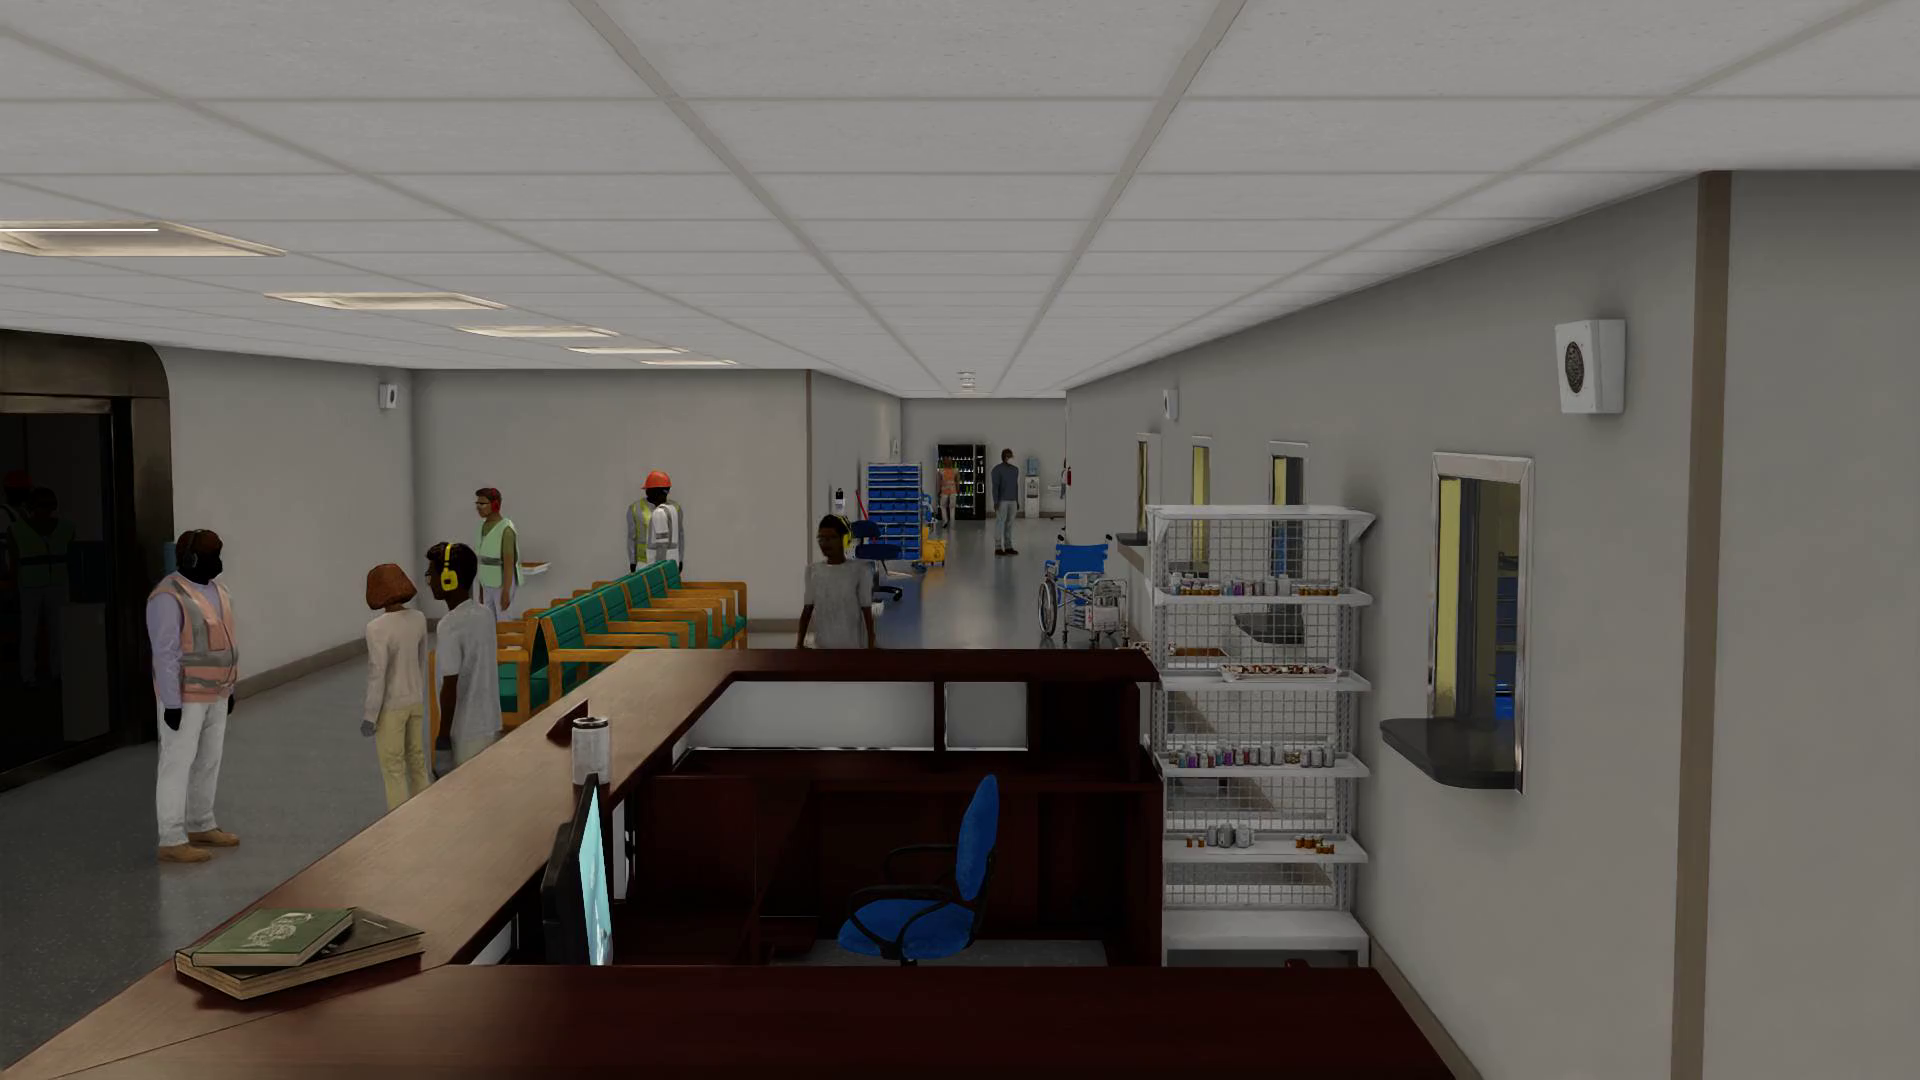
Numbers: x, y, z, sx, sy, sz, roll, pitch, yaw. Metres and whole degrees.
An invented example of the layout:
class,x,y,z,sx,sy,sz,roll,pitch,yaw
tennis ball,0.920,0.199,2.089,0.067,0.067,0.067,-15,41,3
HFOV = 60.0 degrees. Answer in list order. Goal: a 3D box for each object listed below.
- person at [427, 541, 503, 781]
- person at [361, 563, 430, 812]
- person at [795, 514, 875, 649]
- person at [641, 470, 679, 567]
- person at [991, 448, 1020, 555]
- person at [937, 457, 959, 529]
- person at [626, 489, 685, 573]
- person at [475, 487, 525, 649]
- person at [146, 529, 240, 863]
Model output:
class,x,y,z,sx,sy,sz,roll,pitch,yaw
person,-2.340,0.934,7.857,0.327,1.860,0.506,0,4,6
person,-3.148,0.944,9.263,0.285,1.632,0.498,1,4,15
person,-0.805,0.733,10.922,0.537,1.829,0.959,2,5,27
person,-2.981,0.277,16.509,0.364,1.935,0.553,0,4,2
person,0.834,-0.690,30.063,0.635,1.937,0.354,-4,6,-44
person,-0.257,-1.051,37.366,0.562,1.620,0.413,-1,4,-12
person,-3.327,0.212,18.200,0.621,1.835,0.431,-1,4,-19
person,-4.138,0.444,14.915,0.397,1.836,0.560,-4,6,-44
person,-4.231,0.852,9.223,0.432,1.832,0.628,0,4,5
